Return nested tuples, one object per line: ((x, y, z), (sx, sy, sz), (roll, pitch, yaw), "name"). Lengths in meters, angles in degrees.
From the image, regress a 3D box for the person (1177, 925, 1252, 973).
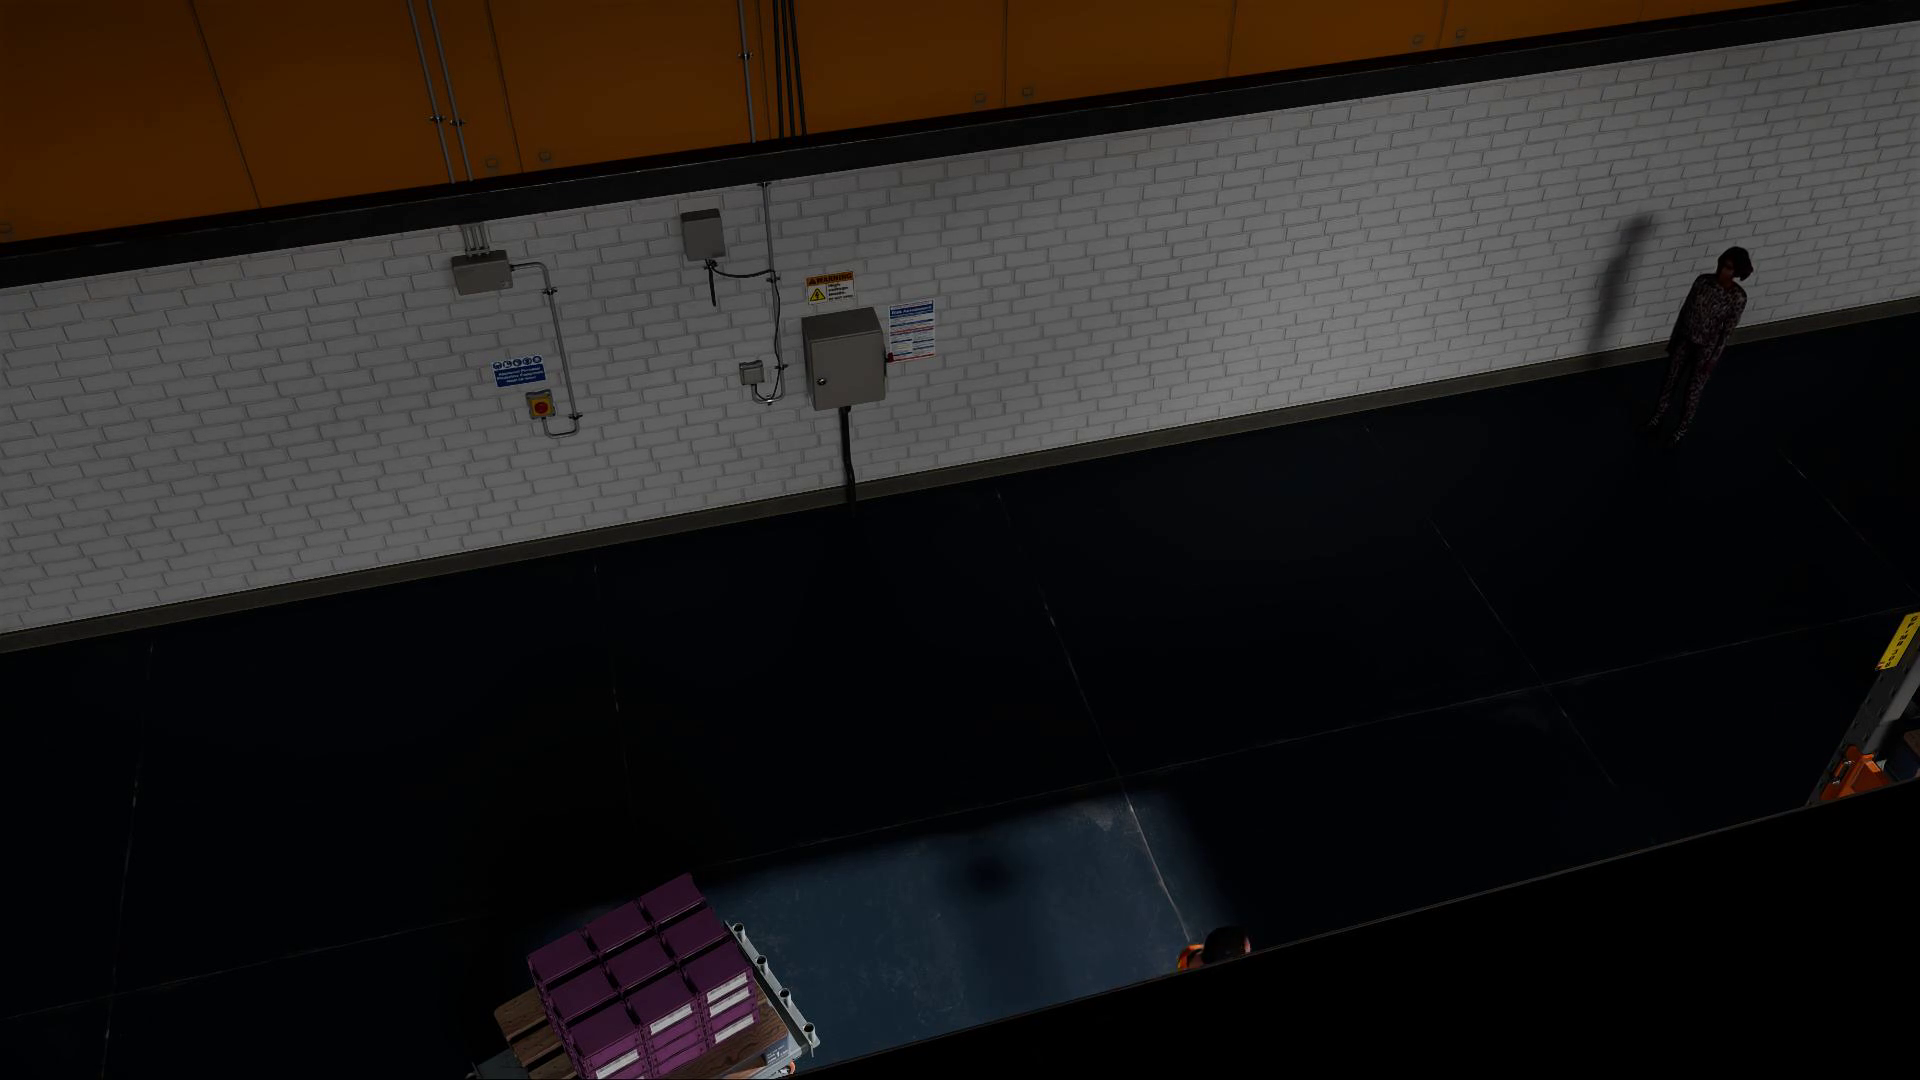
((1.175, 2.478, 8.275), (0.976, 1.670, 1.132), (-26, 49, -25), "person")

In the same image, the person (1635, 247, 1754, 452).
((5.478, -1.429, 12.348), (0.716, 1.708, 0.620), (-26, 49, -24), "person")
